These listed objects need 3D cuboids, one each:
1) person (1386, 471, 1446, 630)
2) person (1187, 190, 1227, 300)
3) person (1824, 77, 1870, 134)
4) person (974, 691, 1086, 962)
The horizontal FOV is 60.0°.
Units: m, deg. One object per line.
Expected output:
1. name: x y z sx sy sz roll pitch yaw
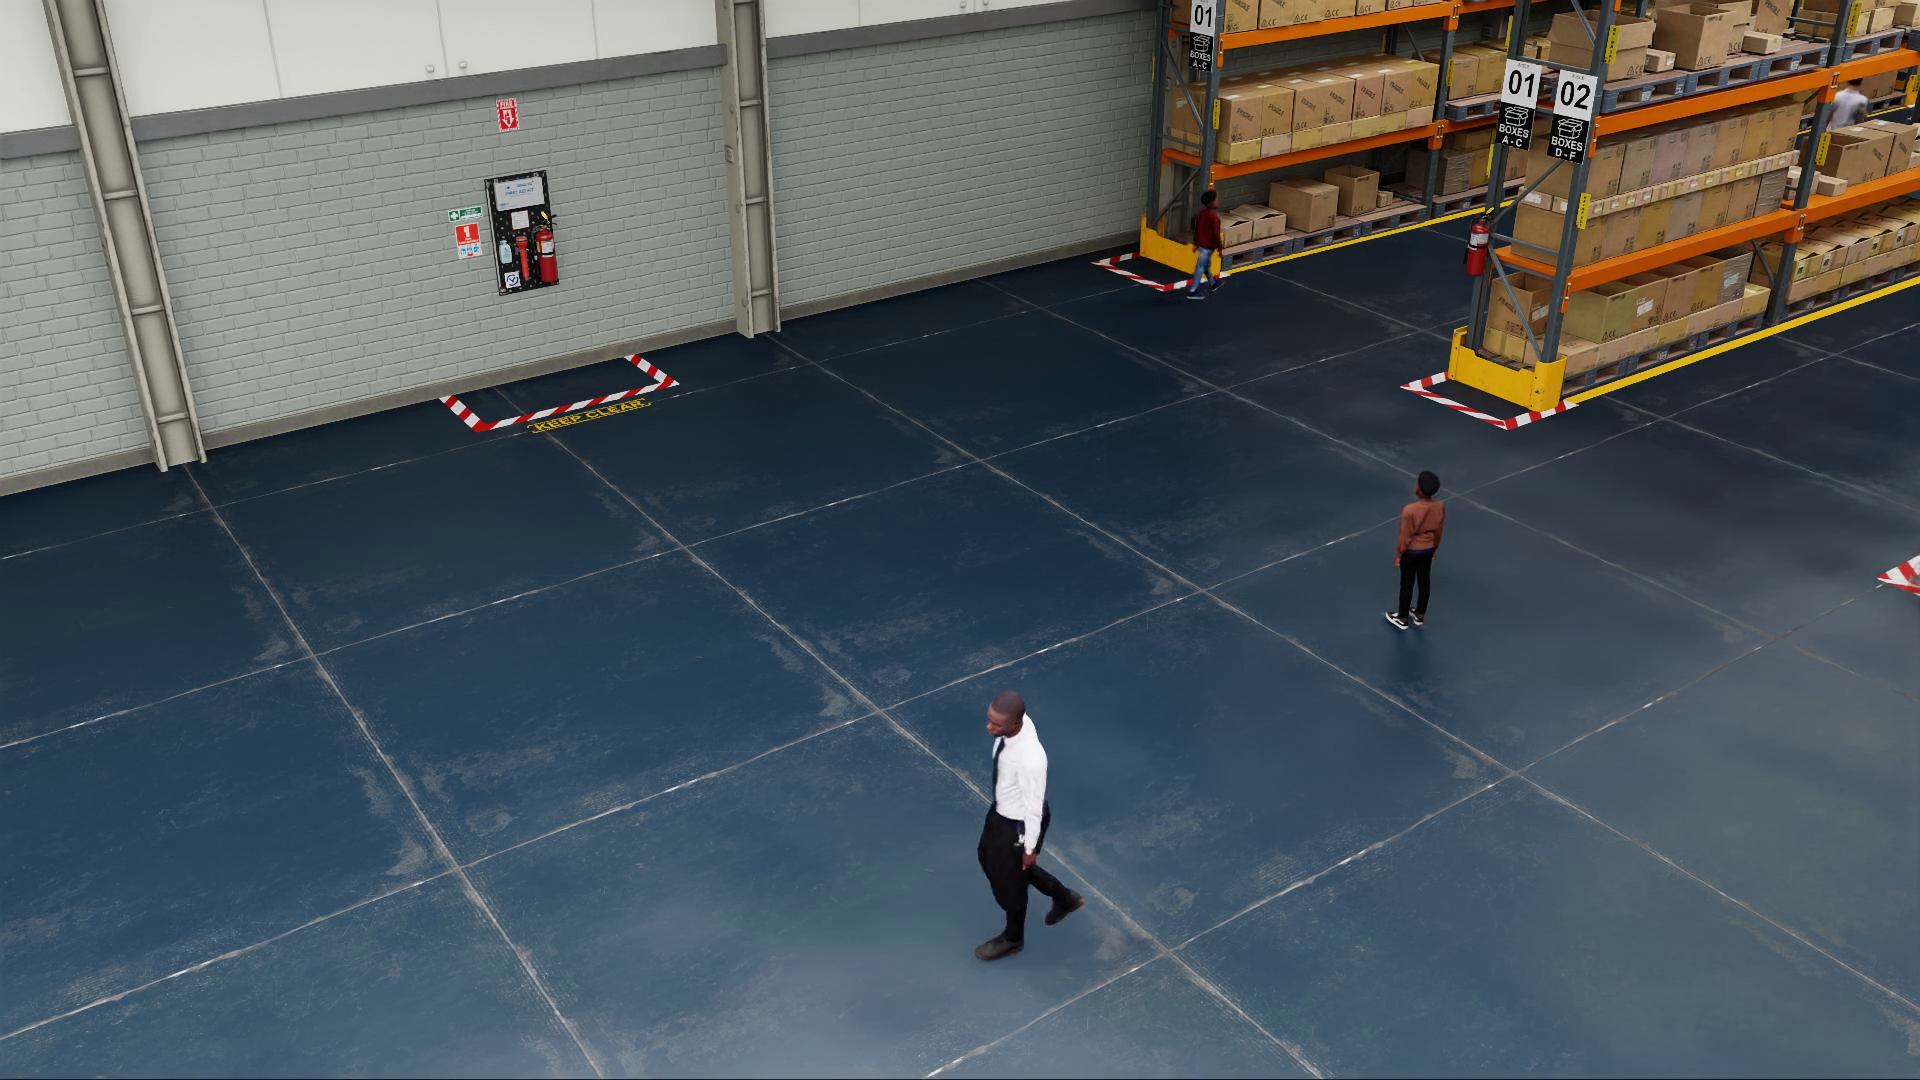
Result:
1. person: 3.382 0.067 12.296 0.486 1.254 0.632 -9 29 -17
2. person: 2.744 -3.344 18.941 0.839 1.233 0.594 -13 30 -23
3. person: 11.616 -5.263 22.012 0.800 1.835 0.851 19 33 32
4. person: 0.407 1.522 8.871 0.994 1.803 0.892 -4 28 -8
